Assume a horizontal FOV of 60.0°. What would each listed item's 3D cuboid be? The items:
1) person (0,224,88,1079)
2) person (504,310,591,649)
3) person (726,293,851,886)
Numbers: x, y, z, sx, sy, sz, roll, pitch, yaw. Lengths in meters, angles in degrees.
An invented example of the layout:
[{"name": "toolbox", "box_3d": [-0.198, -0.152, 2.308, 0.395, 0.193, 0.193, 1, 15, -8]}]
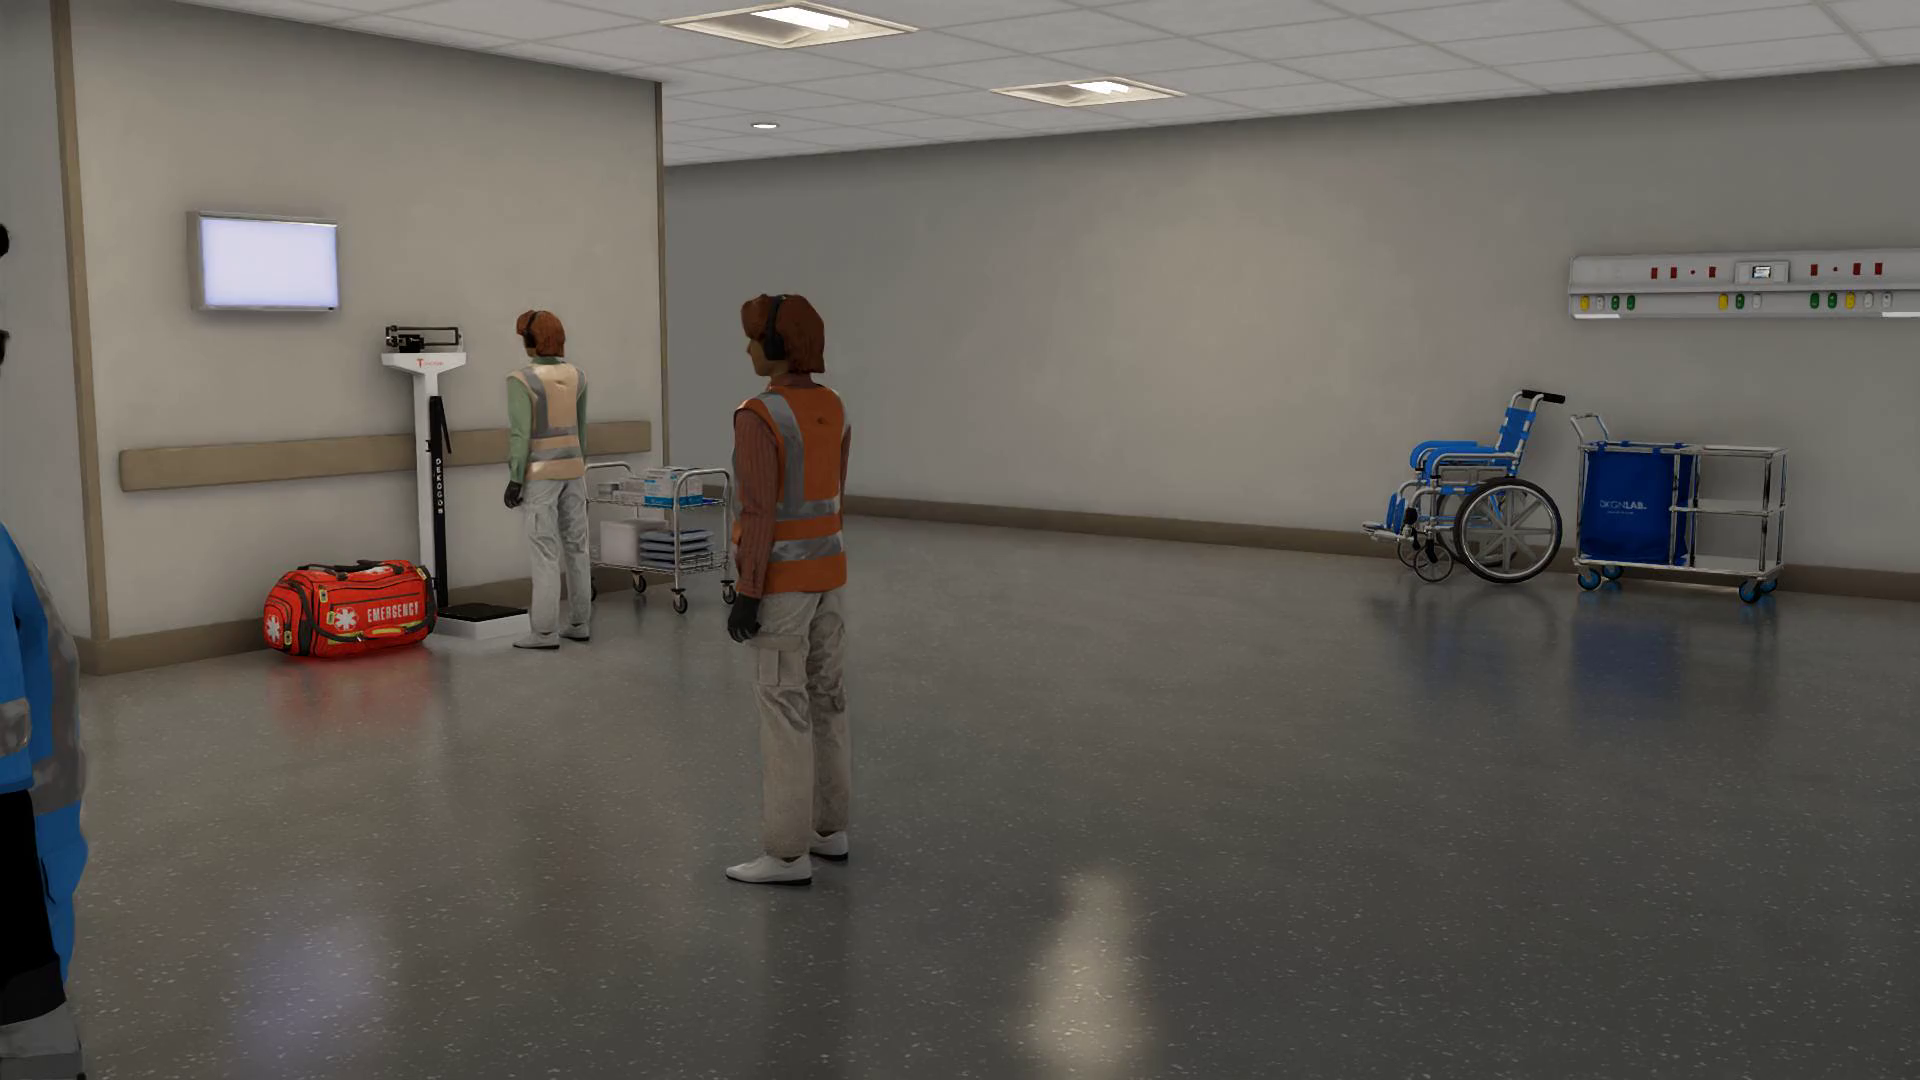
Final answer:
[{"name": "person", "box_3d": [-1.102, 0.467, 1.773, 0.532, 1.696, 0.318, 5, 9, 36]}, {"name": "person", "box_3d": [-1.997, -0.290, 8.076, 0.311, 1.642, 0.513, 4, 8, 29]}, {"name": "person", "box_3d": [-0.471, 0.138, 4.650, 0.306, 1.637, 0.522, 3, 8, 24]}]
